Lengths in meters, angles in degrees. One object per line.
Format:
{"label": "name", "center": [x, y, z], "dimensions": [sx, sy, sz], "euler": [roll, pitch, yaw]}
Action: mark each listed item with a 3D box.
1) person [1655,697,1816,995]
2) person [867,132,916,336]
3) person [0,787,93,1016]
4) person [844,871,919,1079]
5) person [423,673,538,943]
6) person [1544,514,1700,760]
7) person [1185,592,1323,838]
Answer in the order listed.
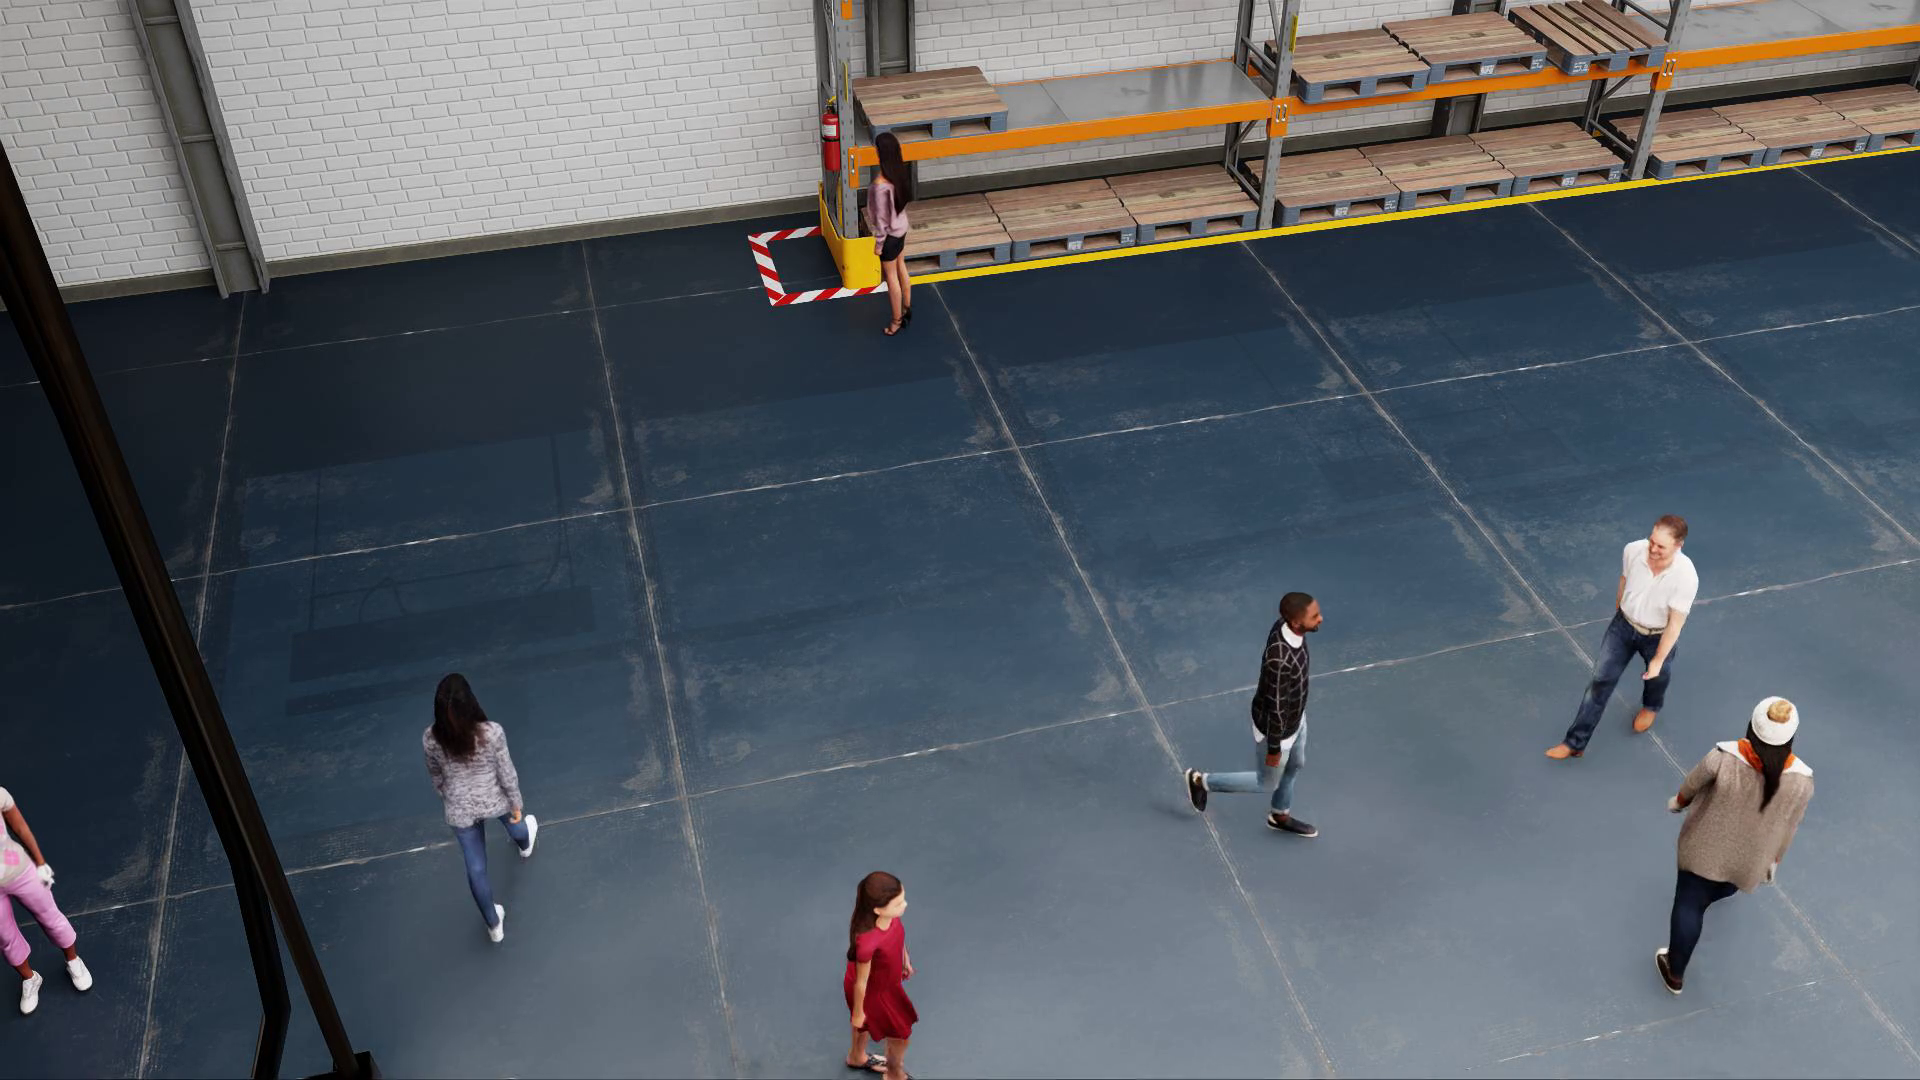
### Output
{"label": "person", "center": [3.972, 1.620, 8.605], "dimensions": [1.216, 1.847, 1.213], "euler": [13, 40, 15]}
{"label": "person", "center": [-0.561, -2.532, 13.834], "dimensions": [0.739, 1.810, 0.704], "euler": [16, 41, 19]}
{"label": "person", "center": [-4.911, 1.742, 8.537], "dimensions": [0.534, 1.743, 0.698], "euler": [-20, 43, -23]}
{"label": "person", "center": [-0.491, 2.161, 8.179], "dimensions": [0.823, 1.534, 0.737], "euler": [9, 39, 11]}
{"label": "person", "center": [-2.590, 1.475, 8.907], "dimensions": [1.033, 1.696, 0.786], "euler": [-5, 39, -7]}
{"label": "person", "center": [4.189, 0.539, 10.007], "dimensions": [1.345, 1.787, 0.985], "euler": [-24, 45, -27]}
{"label": "person", "center": [1.718, 1.005, 9.412], "dimensions": [1.152, 1.802, 1.041], "euler": [14, 41, 17]}
